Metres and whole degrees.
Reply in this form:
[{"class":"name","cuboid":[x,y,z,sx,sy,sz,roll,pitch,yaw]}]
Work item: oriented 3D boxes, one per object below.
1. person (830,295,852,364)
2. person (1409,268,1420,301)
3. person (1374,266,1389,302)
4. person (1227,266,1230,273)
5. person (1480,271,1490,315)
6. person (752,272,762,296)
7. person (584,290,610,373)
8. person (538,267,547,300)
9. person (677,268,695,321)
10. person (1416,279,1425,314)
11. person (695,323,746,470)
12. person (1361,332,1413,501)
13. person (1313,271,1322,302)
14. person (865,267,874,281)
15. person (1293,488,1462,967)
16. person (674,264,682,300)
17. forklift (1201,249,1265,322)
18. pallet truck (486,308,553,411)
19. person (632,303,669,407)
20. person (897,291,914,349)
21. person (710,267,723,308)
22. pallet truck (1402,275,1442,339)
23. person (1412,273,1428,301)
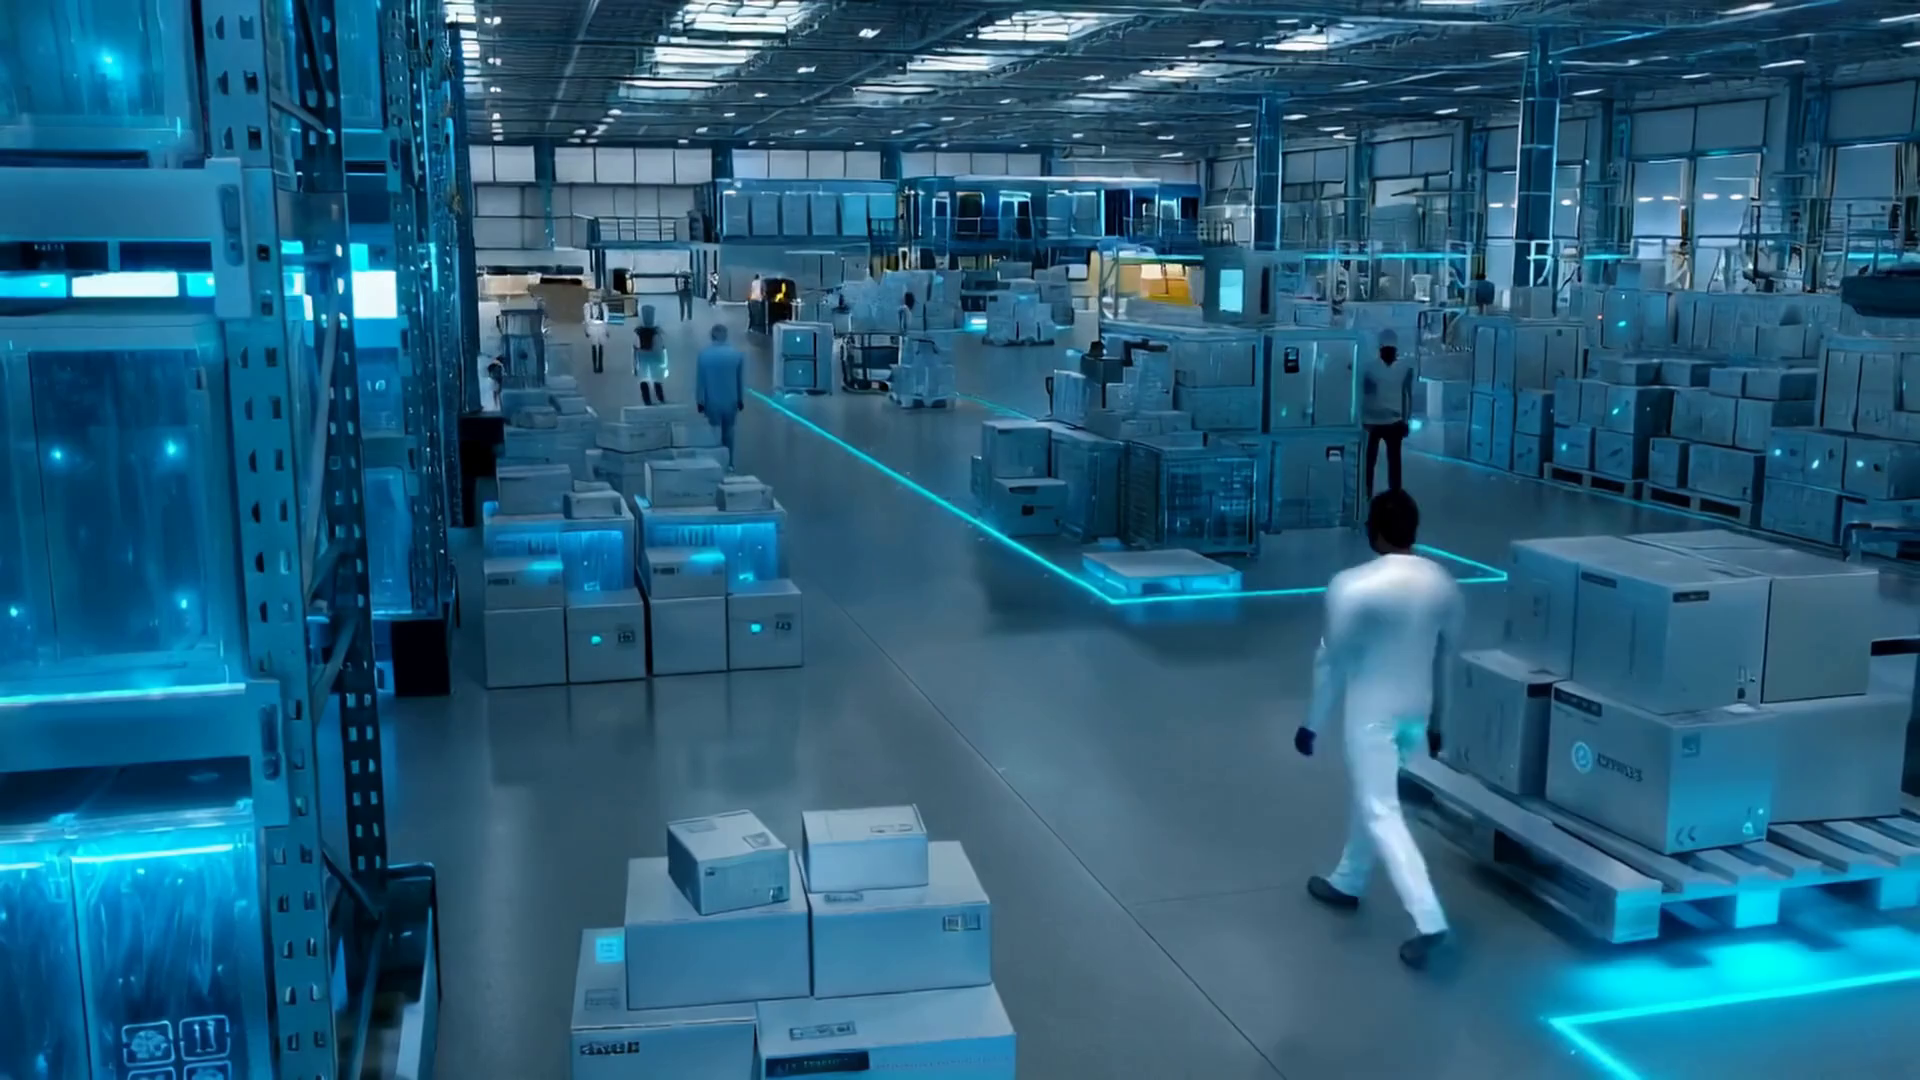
[{"class":"person","cuboid":[-2.909,-5.089,40.355,0.552,1.677,0.565,1,10,7]},{"class":"person","cuboid":[19.916,-10.901,72.622,0.620,1.911,0.425,2,10,13]},{"class":"person","cuboid":[19.809,-11.881,78.124,1.010,1.941,0.610,7,12,36]},{"class":"person","cuboid":[15.893,-15.544,98.823,0.377,1.950,0.612,9,13,40]},{"class":"person","cuboid":[18.893,-8.696,59.986,0.423,1.981,0.626,9,14,43]},{"class":"person","cuboid":[-7.501,-9.090,62.388,0.634,1.916,0.802,2,10,11]},{"class":"person","cuboid":[-8.268,-4.752,37.908,0.563,1.885,0.987,-3,10,-14]},{"class":"person","cuboid":[-21.210,-13.036,84.951,0.583,1.827,0.989,9,14,43]},{"class":"person","cuboid":[-10.631,-9.510,64.399,0.688,2.000,0.539,-3,10,-16]},{"class":"person","cuboid":[14.757,-7.529,53.785,0.900,1.822,0.574,8,13,39]},{"class":"person","cuboid":[-3.037,-1.804,21.177,0.642,1.895,0.631,-3,10,-14]},{"class":"person","cuboid":[4.699,-1.347,18.496,0.641,1.937,1.057,1,10,3]},{"class":"person","cuboid":[17.856,-12.645,83.140,0.550,1.683,0.366,-6,12,-31]},{"class":"person","cuboid":[-3.941,-10.895,72.382,1.014,2.006,0.608,6,12,31]},{"class":"person","cuboid":[1.760,0.740,6.781,0.634,1.904,0.988,-5,11,-28]},{"class":"person","cuboid":[-15.160,-13.927,89.764,0.381,1.917,0.584,7,12,34]},{"class":"forklift","cuboid":[3.907,-2.812,24.098,1.873,2.768,1.129,-8,13,-38]},{"class":"pallet truck","cuboid":[-6.242,-2.418,24.362,0.823,1.965,1.885,1,10,3]},{"class":"person","cuboid":[-5.050,-2.911,27.275,0.603,1.951,0.640,1,10,8]},{"class":"person","cuboid":[-1.276,-4.615,37.116,0.807,1.893,0.596,3,11,18]},{"class":"person","cuboid":[-11.343,-11.789,77.673,0.578,1.907,0.800,-6,11,-29]},{"class":"pallet truck","cuboid":[14.620,-7.324,52.145,0.823,1.965,1.885,8,13,40]},{"class":"person","cuboid":[17.660,-9.318,63.881,0.626,1.844,0.429,5,11,24]}]
